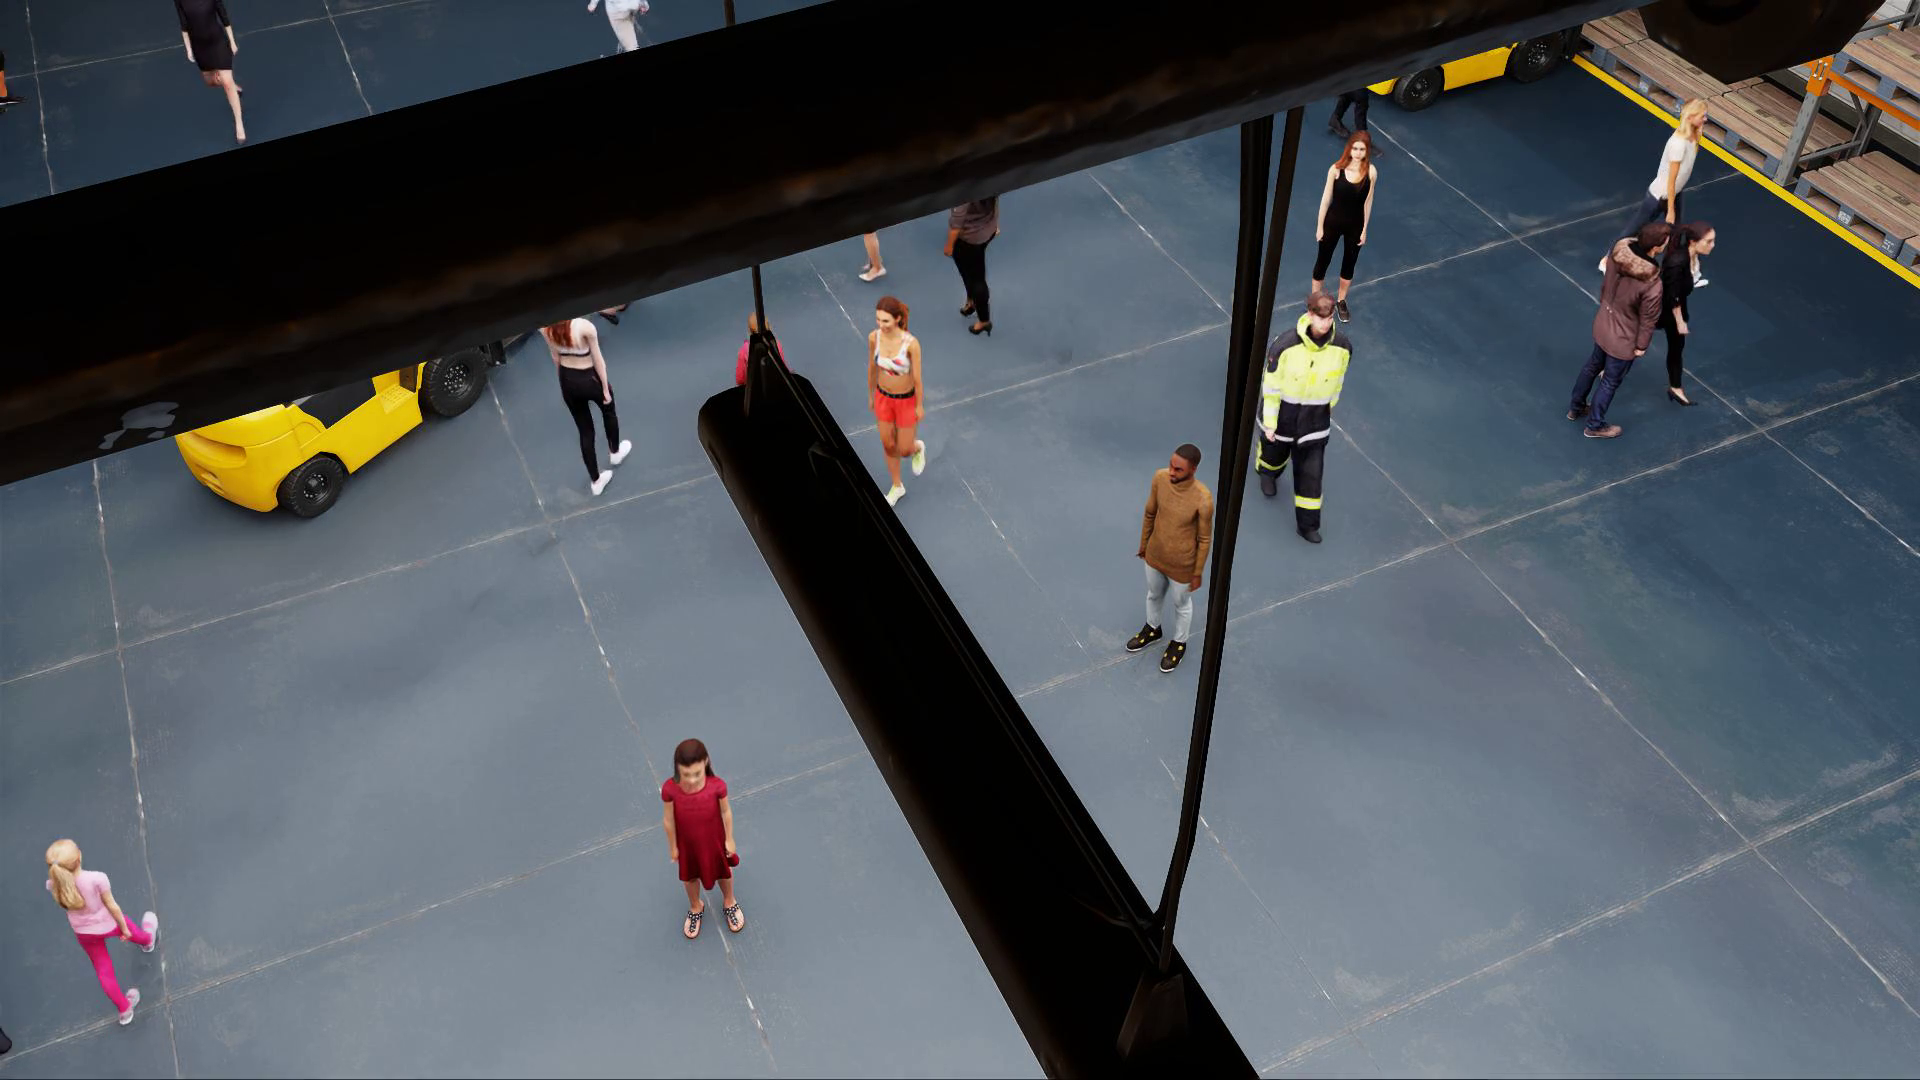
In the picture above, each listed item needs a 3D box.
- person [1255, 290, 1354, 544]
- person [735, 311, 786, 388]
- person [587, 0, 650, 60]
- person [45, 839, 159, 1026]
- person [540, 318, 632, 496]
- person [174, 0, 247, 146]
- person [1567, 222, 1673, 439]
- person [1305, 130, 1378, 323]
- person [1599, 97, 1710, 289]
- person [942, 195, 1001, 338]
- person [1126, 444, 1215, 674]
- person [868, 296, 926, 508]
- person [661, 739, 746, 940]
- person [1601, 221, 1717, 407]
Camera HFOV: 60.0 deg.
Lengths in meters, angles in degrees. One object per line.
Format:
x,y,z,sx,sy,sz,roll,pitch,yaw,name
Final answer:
2.378,-0.989,11.847,1.074,1.930,1.338,-2,44,-2,person
-1.452,-1.085,12.416,0.512,1.285,0.887,-19,47,-18,person
-3.239,-5.156,16.289,1.293,1.836,1.001,30,51,28,person
-4.696,2.153,9.047,0.594,1.243,0.935,-8,44,-9,person
-2.782,-1.046,12.056,0.867,1.723,0.962,9,44,9,person
-7.113,-4.710,15.863,0.856,1.779,1.092,-2,44,-3,person
4.981,-1.599,12.549,0.858,1.845,0.660,-11,45,-11,person
3.156,-2.589,13.675,0.641,1.726,0.658,4,44,4,person
5.816,-2.911,13.980,1.216,1.771,0.972,28,50,26,person
0.205,-2.399,13.403,0.864,1.825,0.813,23,48,23,person
1.389,0.093,10.794,0.636,1.816,0.781,30,51,28,person
-0.419,-1.040,12.011,0.851,1.778,0.899,17,46,17,person
-1.453,1.656,9.345,0.607,1.552,0.669,-7,44,-7,person
5.363,-1.784,12.915,0.820,1.608,1.126,-34,53,-31,person
